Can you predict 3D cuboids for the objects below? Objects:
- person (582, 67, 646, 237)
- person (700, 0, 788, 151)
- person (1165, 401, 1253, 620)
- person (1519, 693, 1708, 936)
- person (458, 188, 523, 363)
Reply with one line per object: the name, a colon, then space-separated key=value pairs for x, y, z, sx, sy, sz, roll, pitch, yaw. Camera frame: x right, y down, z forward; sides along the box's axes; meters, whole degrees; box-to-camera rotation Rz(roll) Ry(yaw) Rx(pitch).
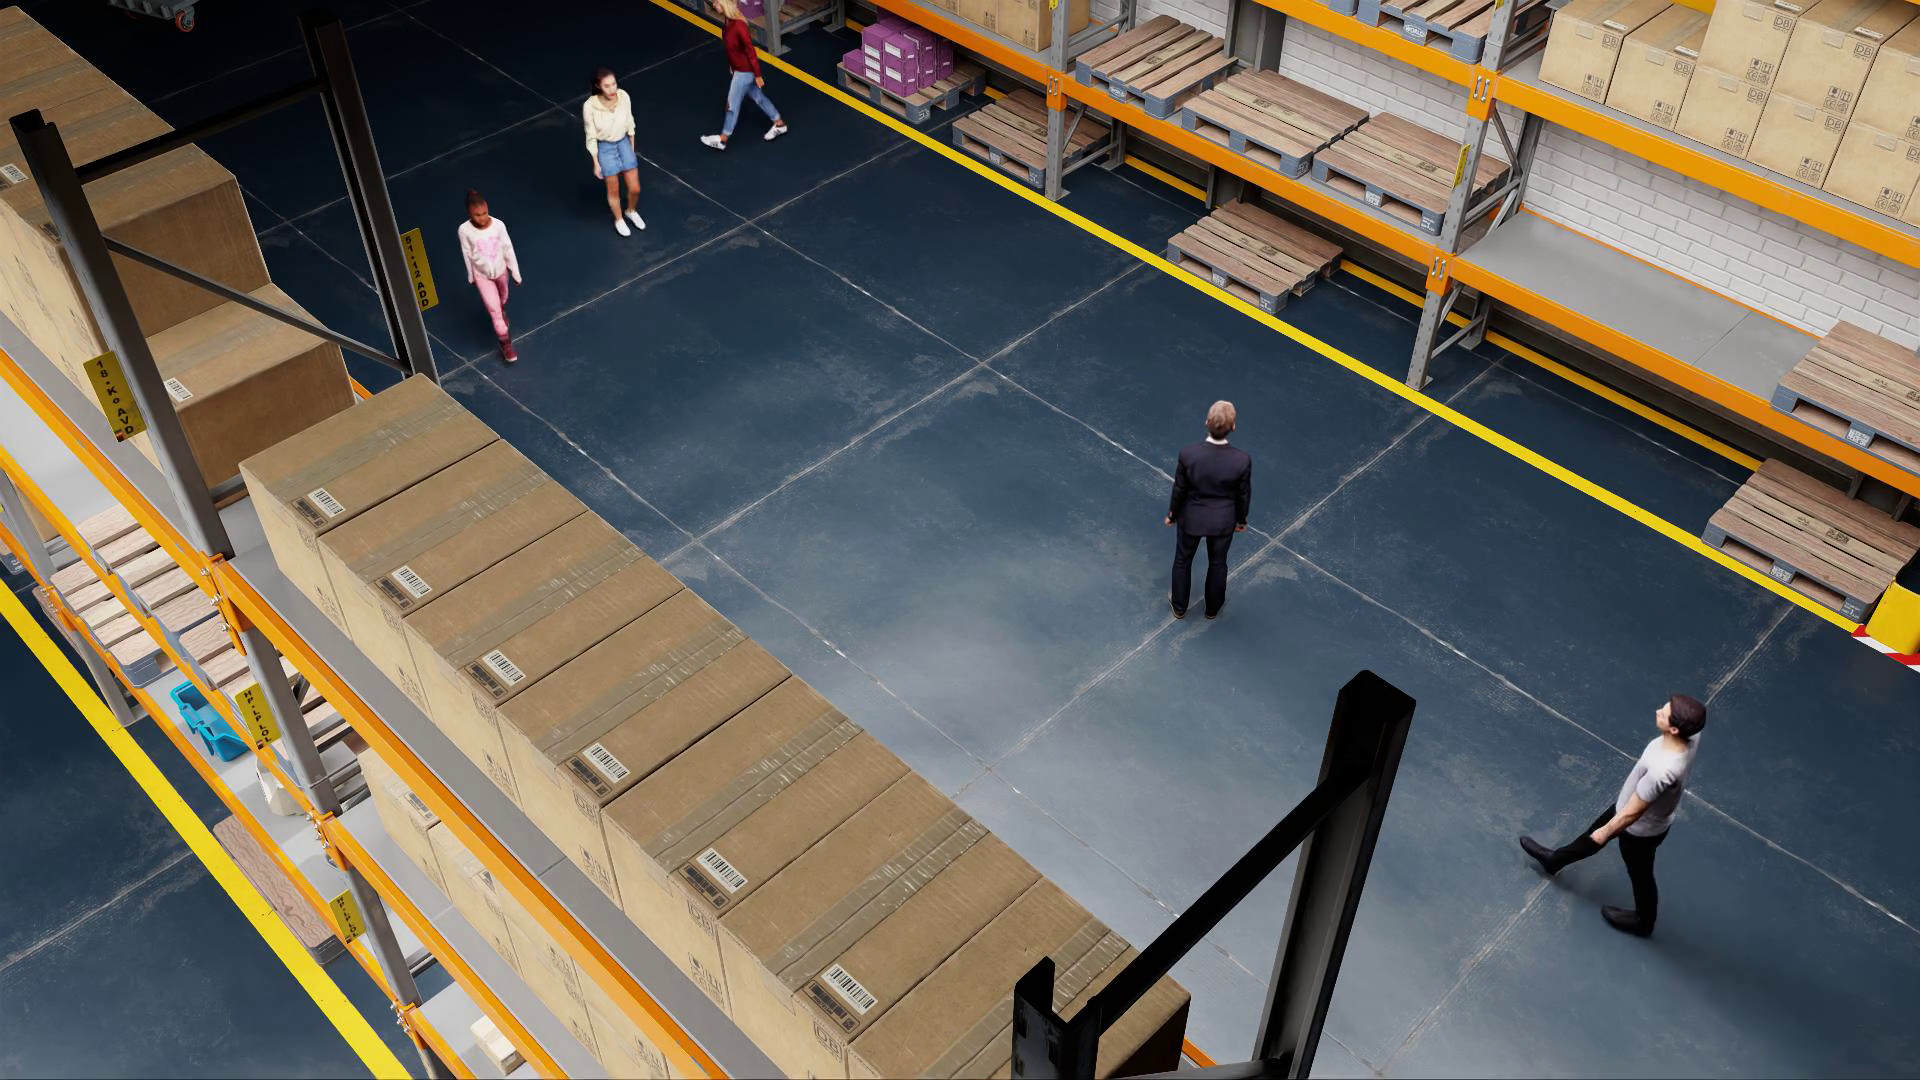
person: x=-3.091 y=-3.440 z=14.640 sx=0.704 sy=1.621 sz=0.664 roll=-23 pitch=48 yaw=-22
person: x=-1.959 y=-4.430 z=15.714 sx=0.988 sy=1.572 sz=1.135 roll=-18 pitch=47 yaw=-18
person: x=1.644 y=-0.188 z=11.086 sx=0.747 sy=1.815 sz=0.842 roll=5 pitch=44 yaw=5
person: x=3.874 y=1.587 z=9.211 sx=1.163 sy=1.830 sz=0.836 roll=26 pitch=49 yaw=25
person: x=-3.830 y=-2.232 z=13.520 sx=0.808 sy=1.417 sz=1.093 roll=-17 pitch=46 yaw=-17
